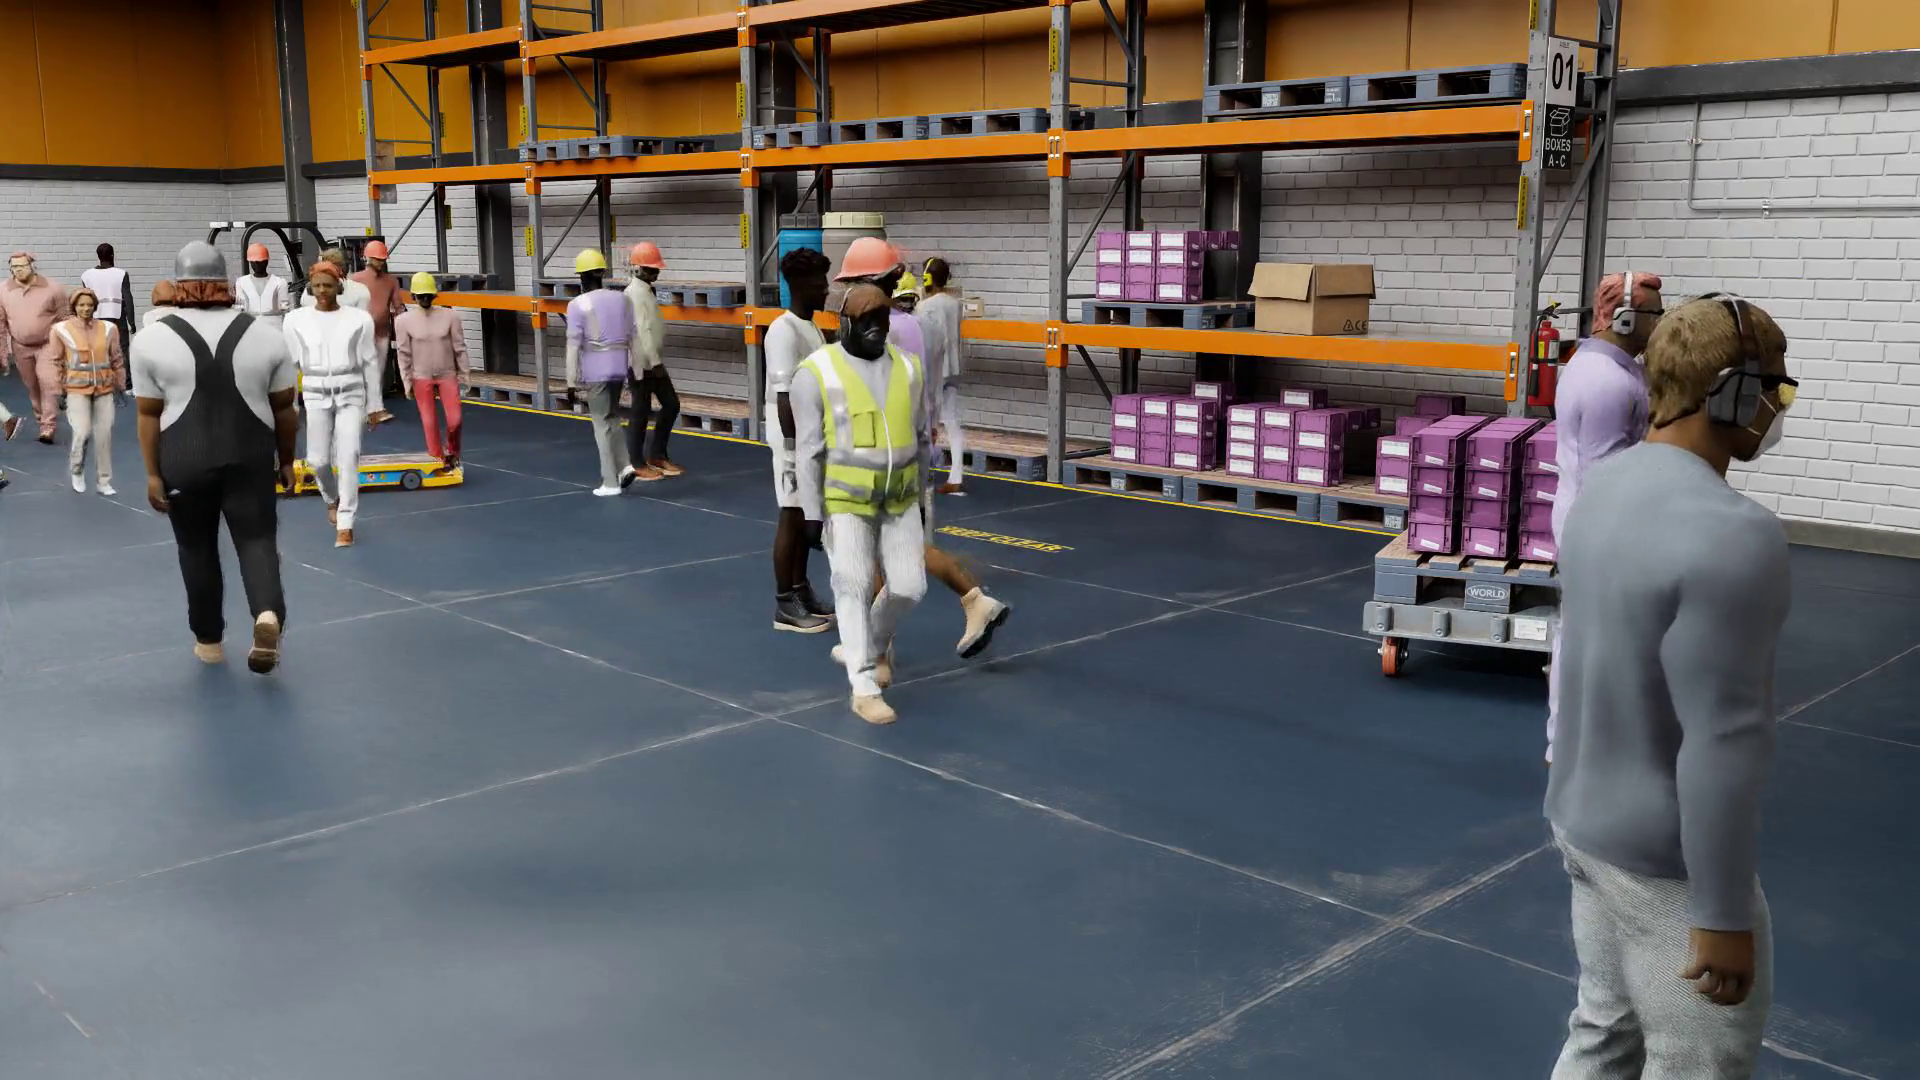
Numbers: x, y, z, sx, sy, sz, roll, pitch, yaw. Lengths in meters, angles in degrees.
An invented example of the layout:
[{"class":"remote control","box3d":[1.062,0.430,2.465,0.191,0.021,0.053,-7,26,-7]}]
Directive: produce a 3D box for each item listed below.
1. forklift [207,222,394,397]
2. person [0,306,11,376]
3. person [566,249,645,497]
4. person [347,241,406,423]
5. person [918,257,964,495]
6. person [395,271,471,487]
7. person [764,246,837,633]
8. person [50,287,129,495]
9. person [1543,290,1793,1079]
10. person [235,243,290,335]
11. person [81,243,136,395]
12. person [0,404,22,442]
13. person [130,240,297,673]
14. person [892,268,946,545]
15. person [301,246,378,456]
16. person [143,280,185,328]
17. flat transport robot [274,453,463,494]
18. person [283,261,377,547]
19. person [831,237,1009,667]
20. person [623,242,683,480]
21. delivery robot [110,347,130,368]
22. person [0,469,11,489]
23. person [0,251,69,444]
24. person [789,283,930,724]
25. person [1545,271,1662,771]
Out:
[{"class":"forklift","box3d":[-8.169,-2.758,20.163,2.313,2.155,1.214,-10,14,-44]},{"class":"person","box3d":[-9.036,-1.634,15.279,0.522,1.743,0.363,-9,13,-39]},{"class":"person","box3d":[-2.762,-1.287,12.903,0.497,1.906,0.639,9,14,40]},{"class":"person","box3d":[-6.281,-2.235,17.968,0.905,1.951,0.684,9,14,41]},{"class":"person","box3d":[-0.209,-1.280,13.058,0.505,1.844,0.727,-10,14,-42]},{"class":"person","box3d":[-4.246,-1.299,13.439,0.559,1.737,0.476,-4,11,-21]},{"class":"person","box3d":[-0.809,-0.517,8.567,0.361,1.962,0.612,2,11,9]},{"class":"person","box3d":[-6.739,-1.139,12.905,0.359,1.625,0.513,10,14,43]},{"class":"person","box3d":[1.237,0.536,2.916,0.404,1.932,0.650,0,10,0]},{"class":"person","box3d":[-7.557,-2.242,18.061,0.551,1.932,0.378,-2,11,-13]},{"class":"person","box3d":[-10.748,-2.782,21.046,0.587,1.920,0.392,-1,10,-4]},{"class":"person","box3d":[-9.639,-1.852,16.266,0.845,1.827,0.536,2,11,12]},{"class":"person","box3d":[-3.413,-0.390,7.673,0.691,2.000,0.869,-6,12,-29]},{"class":"person","box3d":[-0.363,-0.705,9.956,0.586,1.833,0.403,-9,14,-40]},{"class":"person","box3d":[-5.274,-1.536,14.228,0.656,1.924,0.437,2,11,10]},{"class":"person","box3d":[-7.631,-1.724,16.167,0.500,1.592,0.854,-7,13,-35]},{"class":"flat transport robot","box3d":[-4.768,-0.546,13.352,1.431,0.197,0.652,-4,11,-22]},{"class":"person","box3d":[-4.143,-0.909,10.998,0.578,1.865,0.685,-3,11,-15]},{"class":"person","box3d":[-0.210,-0.381,7.681,0.778,2.022,0.630,4,11,20]},{"class":"person","box3d":[-2.520,-1.450,13.658,0.597,1.962,0.615,1,10,6]},{"class":"delivery robot","box3d":[-12.230,-2.686,23.992,0.707,0.478,0.477,9,13,39]},{"class":"person","box3d":[-7.814,-1.155,13.042,0.847,1.586,0.531,9,14,40]},{"class":"person","box3d":[-9.021,-1.858,16.165,0.655,1.857,0.942,-3,11,-15]},{"class":"person","box3d":[-0.410,-0.157,6.987,0.642,1.826,0.499,-6,12,-30]},{"class":"person","box3d":[2.324,-0.004,5.967,0.404,1.901,0.640,3,11,15]}]
